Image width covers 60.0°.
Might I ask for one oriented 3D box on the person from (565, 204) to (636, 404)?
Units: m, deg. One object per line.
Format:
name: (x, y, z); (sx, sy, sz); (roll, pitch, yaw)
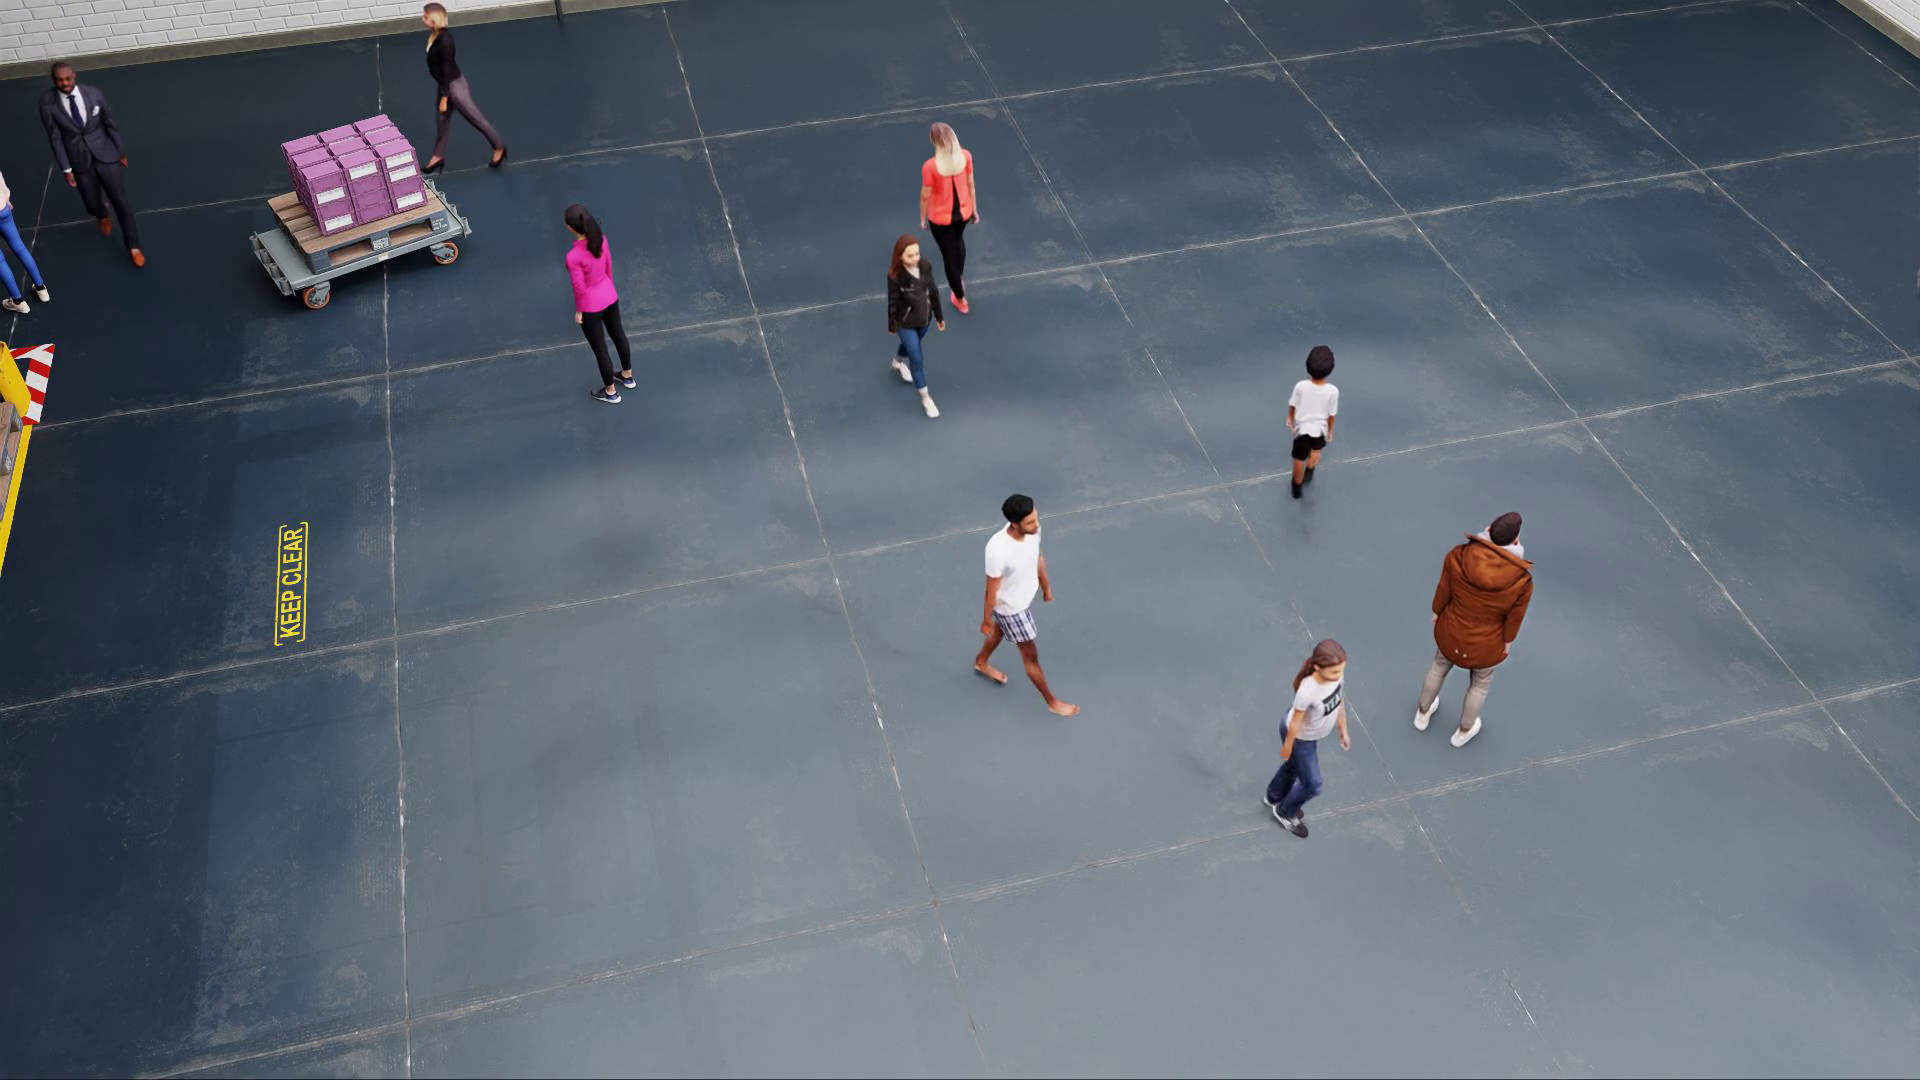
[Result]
person: (-2.739, -1.796, 12.608); (0.736, 1.700, 0.680); (23, 48, 23)

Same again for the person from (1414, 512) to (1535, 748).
person: (3.100, 0.541, 10.057); (0.835, 1.836, 0.898); (23, 48, 22)

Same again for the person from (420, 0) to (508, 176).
person: (-4.467, -4.042, 15.021); (0.813, 1.625, 1.027); (-19, 47, -19)

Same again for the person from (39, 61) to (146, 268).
person: (-7.330, -3.216, 14.023); (0.861, 1.805, 1.060); (-23, 48, -22)

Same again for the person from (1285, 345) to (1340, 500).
person: (2.509, -0.801, 11.894); (0.629, 1.245, 0.713); (7, 44, 8)

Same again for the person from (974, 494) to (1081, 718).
person: (0.262, 0.338, 10.375); (1.158, 1.691, 1.093); (22, 48, 21)

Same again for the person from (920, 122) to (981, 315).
person: (-0.040, -2.553, 13.425); (0.710, 1.670, 0.807); (-18, 46, -18)

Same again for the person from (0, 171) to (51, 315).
person: (-7.861, -2.635, 13.442); (0.761, 1.766, 0.723); (26, 49, 25)

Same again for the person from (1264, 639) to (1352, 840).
person: (1.961, 1.079, 9.700); (0.745, 1.549, 0.677); (30, 51, 28)

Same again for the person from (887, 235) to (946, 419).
person: (-0.391, -1.723, 12.714); (0.815, 1.449, 1.041); (-29, 51, -27)
